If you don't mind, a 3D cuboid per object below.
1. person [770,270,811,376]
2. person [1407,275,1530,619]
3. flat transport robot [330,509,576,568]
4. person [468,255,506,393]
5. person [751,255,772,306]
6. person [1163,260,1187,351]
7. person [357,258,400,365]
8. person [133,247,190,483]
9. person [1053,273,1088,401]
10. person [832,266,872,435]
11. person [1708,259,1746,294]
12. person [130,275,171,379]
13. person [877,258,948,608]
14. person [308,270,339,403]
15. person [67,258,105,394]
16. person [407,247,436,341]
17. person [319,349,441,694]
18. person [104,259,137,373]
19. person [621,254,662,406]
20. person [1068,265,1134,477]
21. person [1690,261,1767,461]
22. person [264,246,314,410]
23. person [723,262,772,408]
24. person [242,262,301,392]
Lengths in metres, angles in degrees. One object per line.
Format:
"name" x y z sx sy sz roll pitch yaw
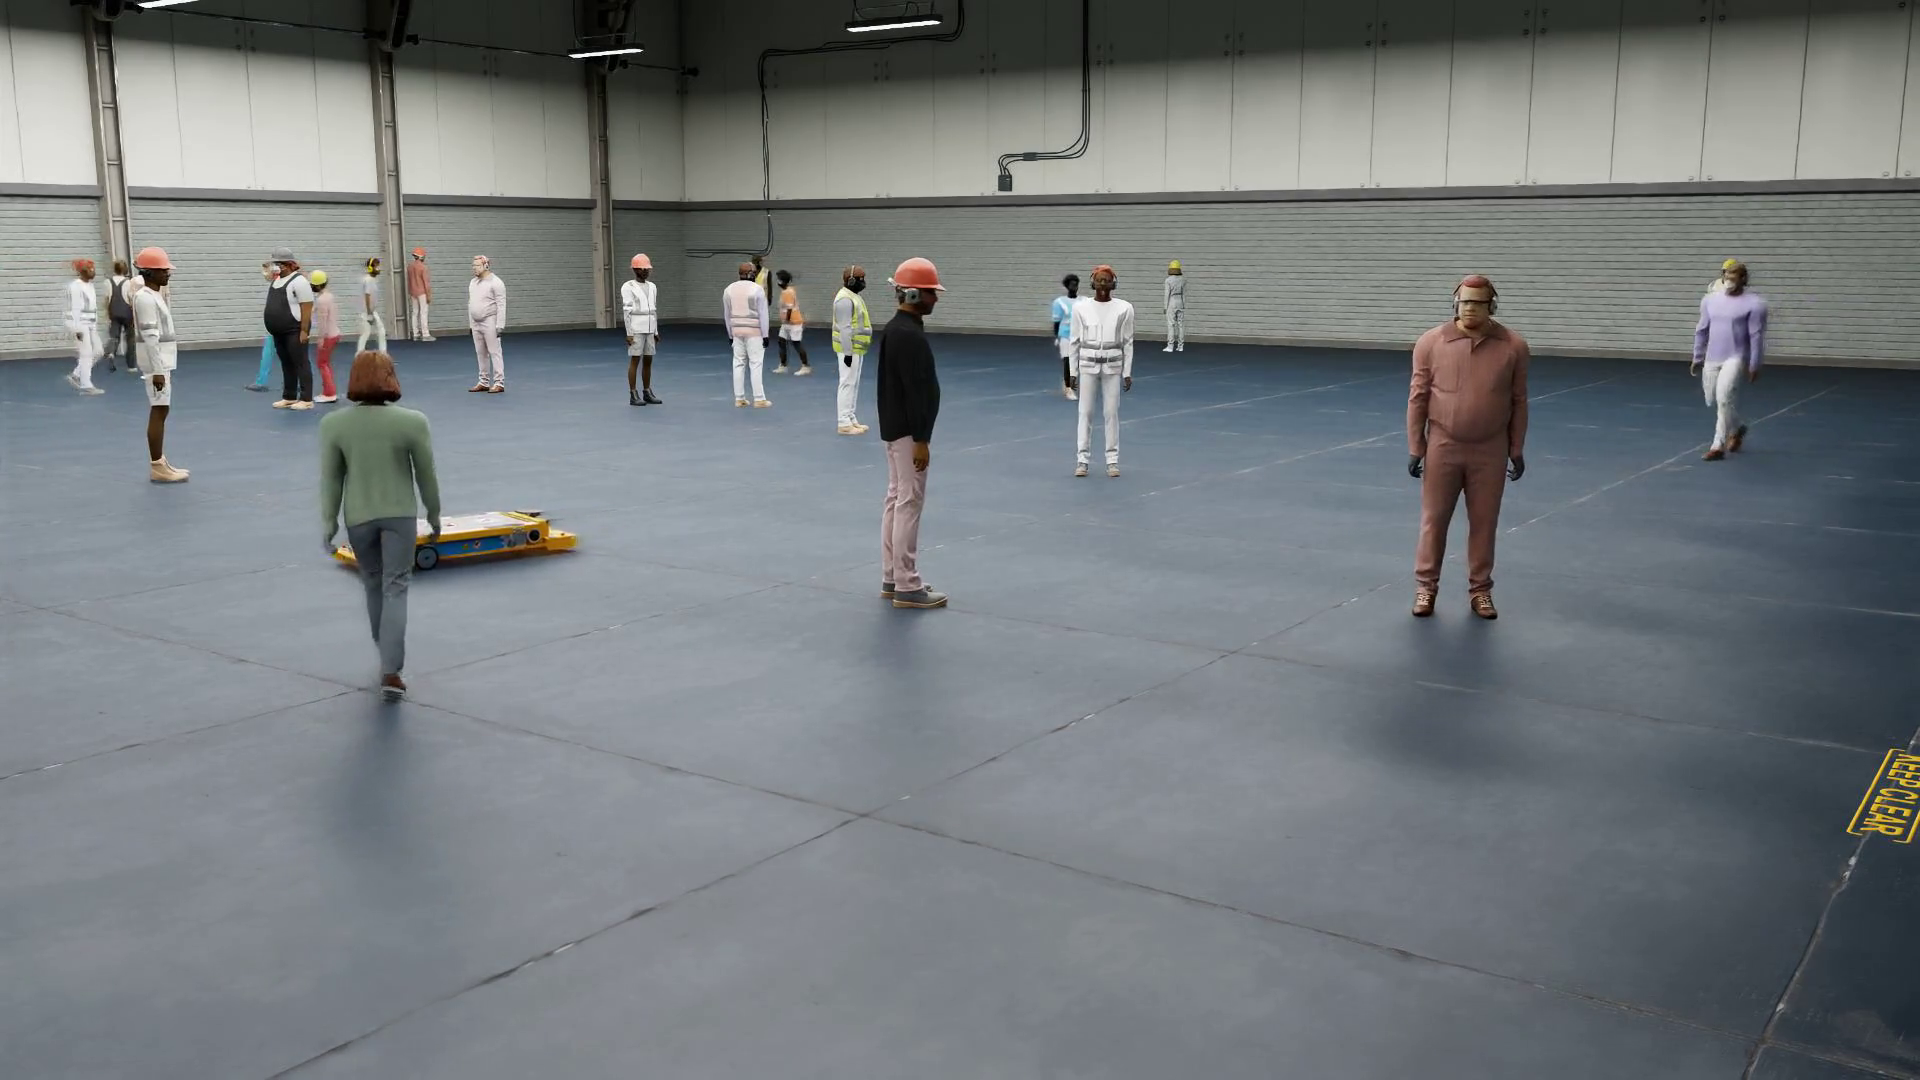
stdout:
"person" -2.676 -3.388 25.990 0.728 1.654 0.550 -4 11 -21
"person" 2.807 -0.507 9.212 0.649 1.904 0.401 2 10 10
"flat transport robot" -3.348 -0.012 11.013 1.431 0.197 0.652 -8 13 -39
"person" -6.618 -2.997 23.156 0.651 1.906 0.403 6 12 32
"person" -4.353 -5.139 35.408 0.646 1.808 0.845 1 10 3
"person" 4.129 -4.502 32.039 0.486 1.744 0.294 -5 11 -26
"person" -9.928 -3.855 28.208 0.809 1.815 0.540 0 10 0
"person" -6.963 -1.521 14.503 0.379 2.041 0.616 -4 11 -22
"person" 1.464 -2.695 22.082 0.540 1.677 0.521 -4 11 -20
"person" -1.172 -2.066 18.160 0.430 1.836 0.627 1 10 6
"person" 11.808 -3.398 25.604 0.403 1.833 0.586 -10 14 -43
"person" -12.394 -3.424 25.483 0.366 1.926 0.594 7 12 36
"person" -0.273 -0.613 9.560 0.396 1.990 0.622 -3 10 -14
"person" -8.315 -2.641 21.631 0.448 1.724 0.600 -2 10 -14
"person" -12.044 -2.927 22.855 0.451 1.869 0.601 -1 10 -6
"person" -11.515 -5.245 35.494 0.612 1.995 0.393 6 12 32
"person" -2.715 -0.096 7.807 0.515 1.587 0.888 -2 10 -8
"person" -13.384 -3.554 26.502 0.534 1.827 0.686 -1 10 -7
"person" -4.075 -2.696 21.382 0.361 1.938 0.546 7 12 35
"person" 1.254 -1.502 14.838 0.576 1.885 0.355 0 10 3
"person" 7.467 -1.736 16.093 0.844 1.913 0.637 -7 12 -34
"person" -8.427 -2.650 20.833 0.684 2.000 0.535 8 13 37
"person" -2.676 -2.592 21.088 0.621 1.837 0.429 5 11 26
"person" -9.544 -2.926 23.006 0.881 1.807 0.601 -9 14 -42
